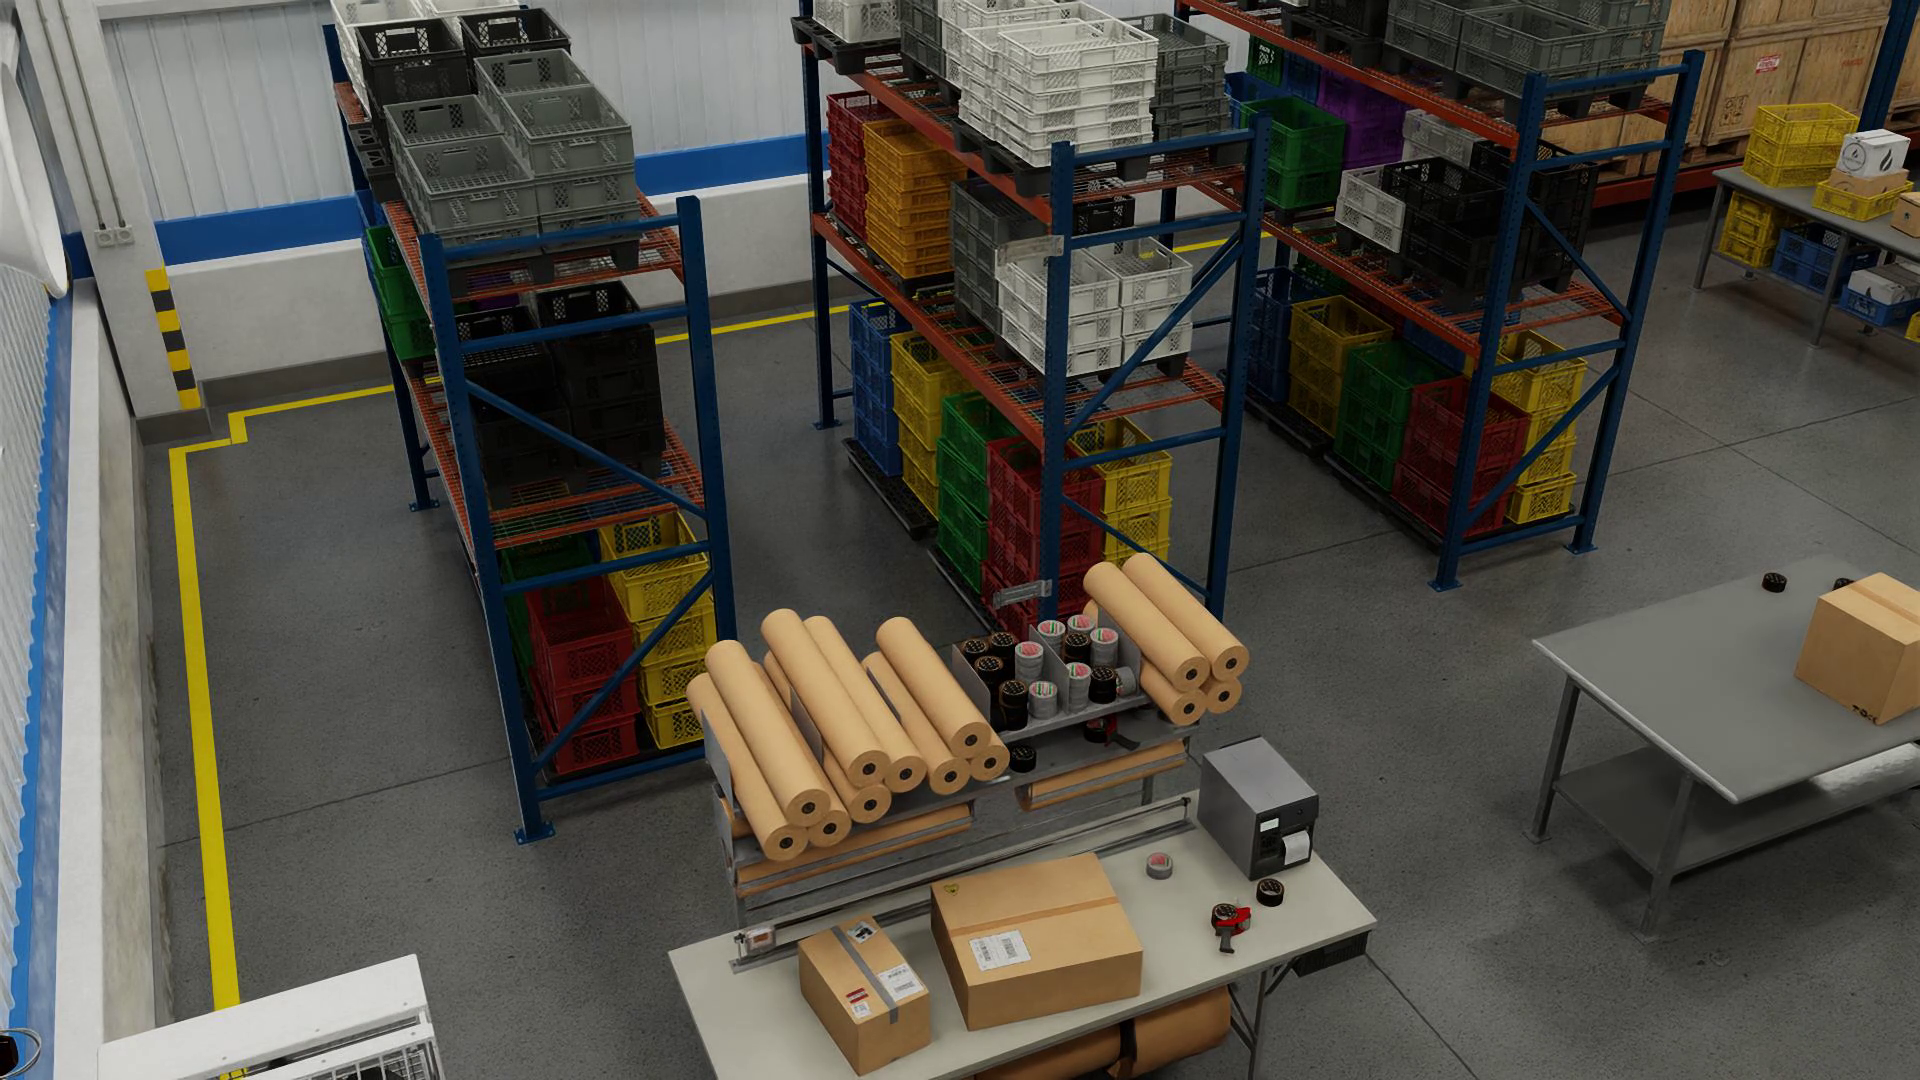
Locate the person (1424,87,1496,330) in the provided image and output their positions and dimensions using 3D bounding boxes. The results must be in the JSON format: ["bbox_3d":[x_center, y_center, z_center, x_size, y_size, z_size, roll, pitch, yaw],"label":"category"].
[{"bbox_3d":[3.639,-2.380,12.235,0.372,1.936,0.629,-5,32,-8],"label":"person"}]
